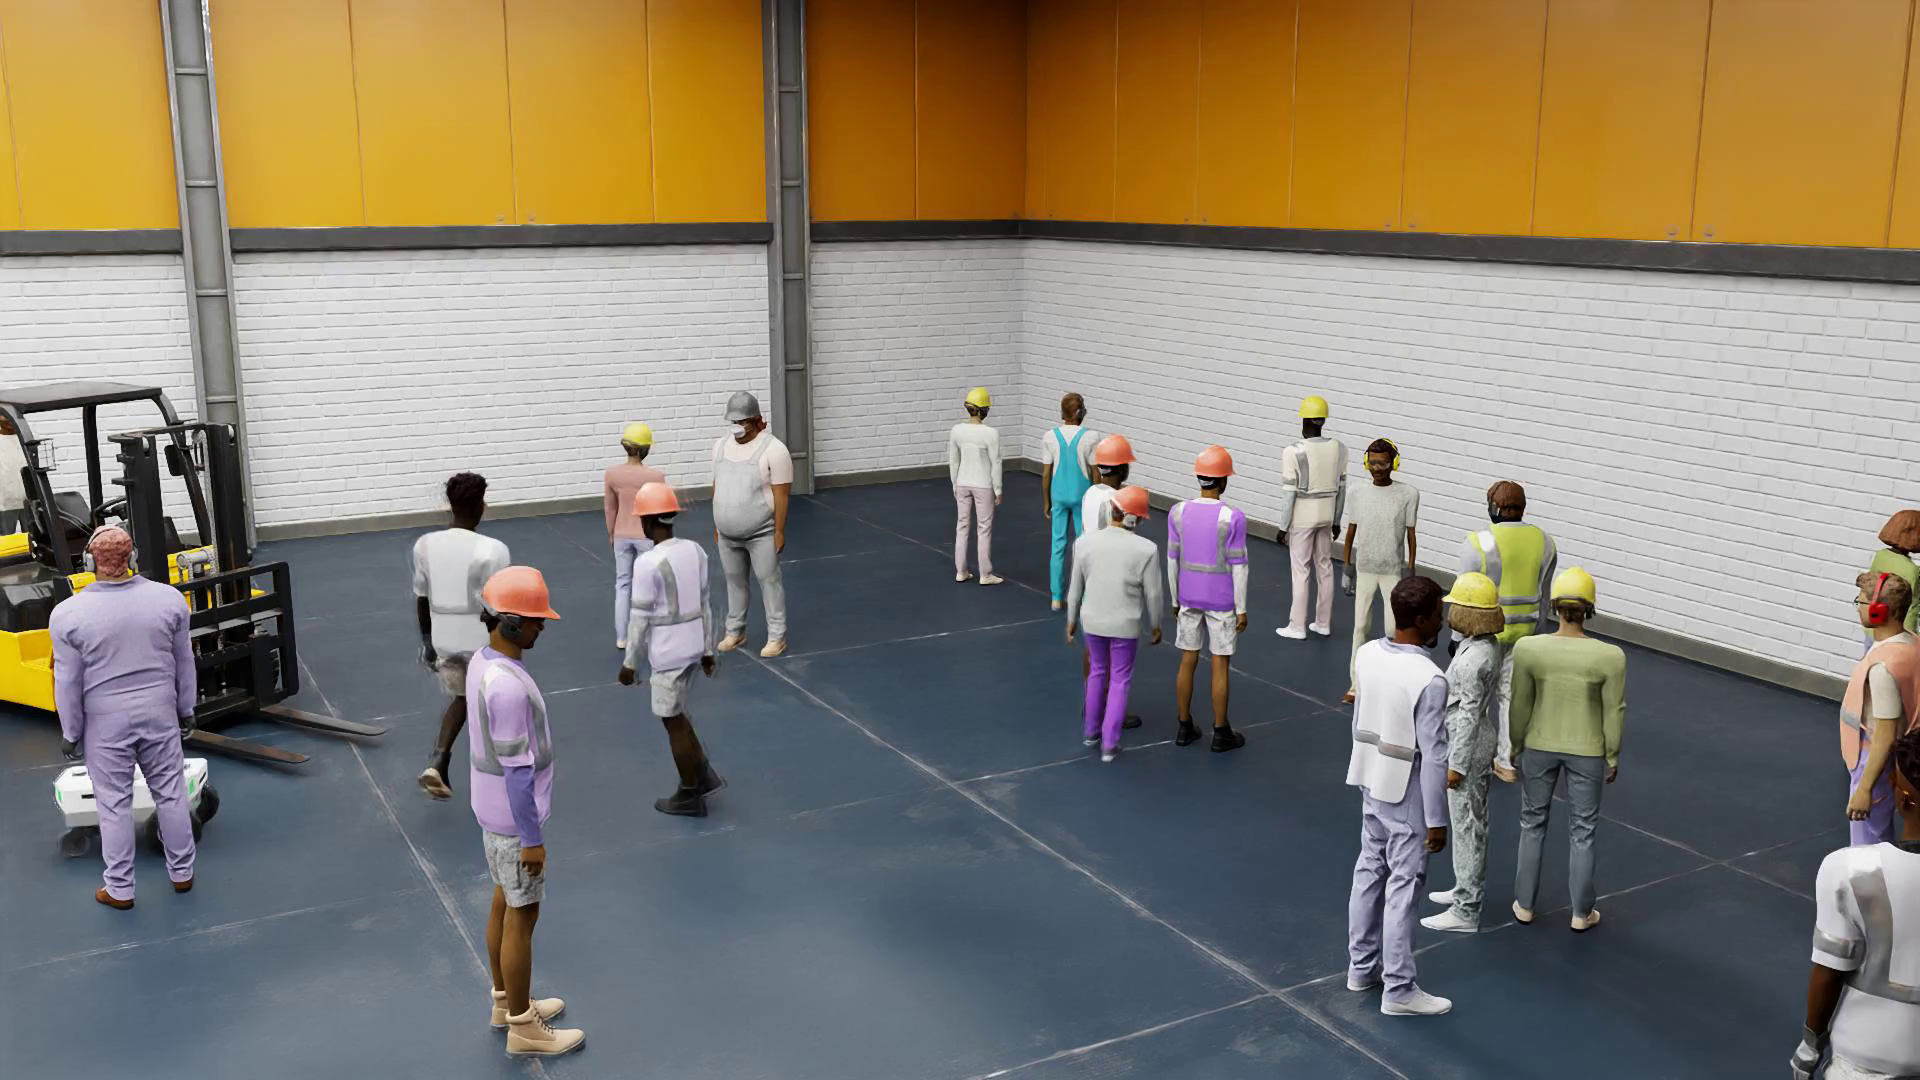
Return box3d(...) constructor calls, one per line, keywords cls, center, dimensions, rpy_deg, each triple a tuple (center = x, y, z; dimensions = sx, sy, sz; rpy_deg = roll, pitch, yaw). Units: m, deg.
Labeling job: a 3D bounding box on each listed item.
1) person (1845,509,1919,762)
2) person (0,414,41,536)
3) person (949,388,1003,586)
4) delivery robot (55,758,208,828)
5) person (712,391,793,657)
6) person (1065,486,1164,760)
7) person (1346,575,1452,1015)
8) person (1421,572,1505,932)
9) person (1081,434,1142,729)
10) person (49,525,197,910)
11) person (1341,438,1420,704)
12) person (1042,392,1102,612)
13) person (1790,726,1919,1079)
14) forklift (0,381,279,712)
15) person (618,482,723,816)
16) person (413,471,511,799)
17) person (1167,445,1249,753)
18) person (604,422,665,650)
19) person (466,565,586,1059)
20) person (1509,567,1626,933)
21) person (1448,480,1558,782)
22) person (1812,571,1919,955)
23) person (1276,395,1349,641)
box3d(cls="person", center=(5.613, 0.616, 10.034), dimensions=(0.274, 1.632, 0.503), rpy_deg=(1, 12, 6))
box3d(cls="person", center=(-7.690, -0.254, 13.558), dimensions=(0.328, 1.871, 0.510), rpy_deg=(10, 16, 39))
box3d(cls="person", center=(0.155, -0.473, 14.827), dimensions=(0.533, 1.768, 0.310), rpy_deg=(8, 14, 33))
box3d(cls="delivery robot", center=(-4.459, 1.339, 8.969), dimensions=(0.707, 0.478, 0.477), rpy_deg=(-3, 12, -12))
box3d(cls="person", center=(-1.613, -0.128, 12.563), dimensions=(0.684, 2.000, 0.536), rpy_deg=(6, 13, 26))
box3d(cls="person", center=(0.995, 0.496, 10.417), dimensions=(0.622, 1.710, 0.607), rpy_deg=(6, 14, 27))
box3d(cls="person", center=(1.882, 1.089, 7.144), dimensions=(0.392, 1.919, 0.590), rpy_deg=(-4, 13, -20))
box3d(cls="person", center=(2.410, 1.006, 7.947), dimensions=(0.294, 1.744, 0.486), rpy_deg=(5, 13, 24))
box3d(cls="person", center=(1.001, 0.271, 10.931), dimensions=(0.356, 1.938, 0.552), rpy_deg=(-4, 13, -18))
box3d(cls="person", center=(-4.106, 0.868, 8.210), dimensions=(0.648, 1.907, 0.409), rpy_deg=(-11, 16, -42))
box3d(cls="person", center=(2.858, 0.224, 11.345), dimensions=(0.511, 1.861, 0.323), rpy_deg=(5, 13, 24))
box3d(cls="person", center=(0.938, -0.309, 13.886), dimensions=(0.507, 1.840, 0.344), rpy_deg=(4, 13, 17))
box3d(cls="person", center=(2.855, 1.513, 5.043), dimensions=(0.608, 1.966, 0.365), rpy_deg=(2, 12, 7))
box3d(cls="forklift", center=(-5.853, 0.085, 11.199), dimensions=(2.313, 2.155, 1.214), rpy_deg=(7, 14, 28))
box3d(cls="person", center=(-1.647, 0.628, 9.330), dimensions=(0.454, 1.911, 0.537), rpy_deg=(5, 13, 21))
box3d(cls="person", center=(-2.813, 0.580, 9.455), dimensions=(0.620, 1.948, 0.494), rpy_deg=(4, 13, 19))
box3d(cls="person", center=(1.569, 0.369, 10.470), dimensions=(0.542, 1.939, 0.362), rpy_deg=(8, 15, 34))
box3d(cls="person", center=(-2.449, -0.020, 12.709), dimensions=(0.531, 1.765, 0.328), rpy_deg=(4, 13, 17))
box3d(cls="person", center=(-1.794, 1.104, 6.805), dimensions=(0.384, 2.035, 0.605), rpy_deg=(-6, 13, -25))
box3d(cls="person", center=(2.879, 0.999, 7.930), dimensions=(0.522, 1.768, 0.313), rpy_deg=(6, 13, 25))
box3d(cls="person", center=(3.192, 0.554, 9.877), dimensions=(0.632, 1.831, 0.429), rpy_deg=(-4, 13, -17))
box3d(cls="person", center=(4.153, 1.051, 7.503), dimensions=(0.374, 1.840, 0.568), rpy_deg=(9, 15, 35))
box3d(cls="person", center=(2.742, -0.170, 13.026), dimensions=(0.593, 1.926, 0.366), rpy_deg=(-5, 13, -24))
